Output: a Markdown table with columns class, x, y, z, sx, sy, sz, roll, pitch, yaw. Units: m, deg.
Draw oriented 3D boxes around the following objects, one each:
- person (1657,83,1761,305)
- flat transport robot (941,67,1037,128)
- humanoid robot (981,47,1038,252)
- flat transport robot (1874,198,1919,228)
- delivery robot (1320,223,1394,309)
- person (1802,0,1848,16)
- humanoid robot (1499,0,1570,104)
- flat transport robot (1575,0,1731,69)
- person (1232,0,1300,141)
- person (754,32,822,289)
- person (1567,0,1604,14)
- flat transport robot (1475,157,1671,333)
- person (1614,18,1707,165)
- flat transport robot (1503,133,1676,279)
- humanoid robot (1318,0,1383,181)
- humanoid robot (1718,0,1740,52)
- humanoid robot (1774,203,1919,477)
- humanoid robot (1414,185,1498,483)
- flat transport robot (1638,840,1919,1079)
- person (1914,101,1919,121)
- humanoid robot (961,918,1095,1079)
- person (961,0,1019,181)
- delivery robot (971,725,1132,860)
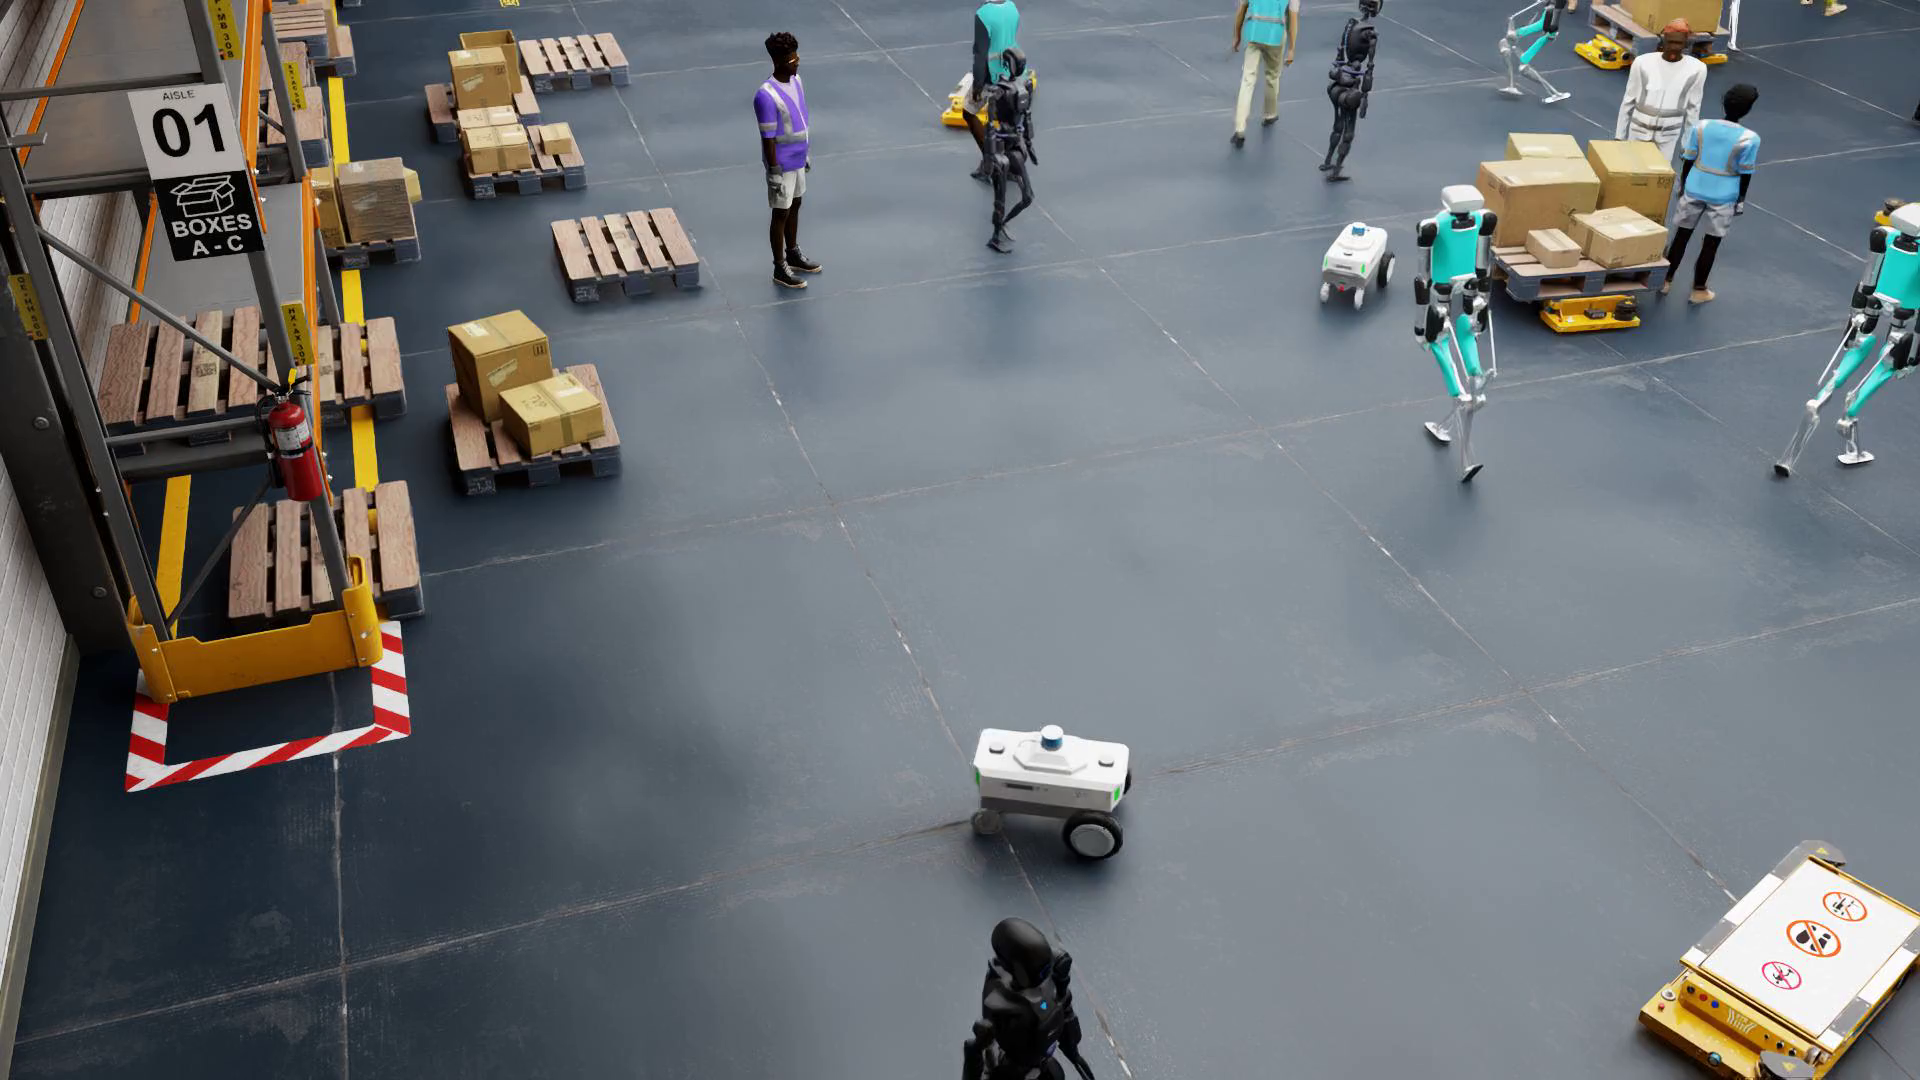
| class | x | y | z | sx | sy | sz | roll | pitch | yaw |
| --- | --- | --- | --- | --- | --- | --- | --- | --- | --- |
| person | 5.669 | -2.601 | 12.550 | 0.320 | 1.689 | 0.542 | -27 | 42 | -35 |
| flat transport robot | 0.307 | -4.461 | 16.700 | 0.659 | 0.231 | 1.431 | 8 | 34 | 12 |
| humanoid robot | 0.385 | -3.137 | 13.376 | 0.355 | 1.644 | 0.615 | 24 | 40 | 32 |
| flat transport robot | 8.343 | -2.487 | 13.673 | 0.659 | 0.231 | 1.431 | -11 | 35 | -16 |
| delivery robot | 3.075 | -2.180 | 12.947 | 0.499 | 0.601 | 0.775 | 15 | 36 | 21 |
| person | 10.184 | -7.018 | 19.247 | 0.577 | 1.762 | 0.946 | 1 | 33 | 2 |
| humanoid robot | 5.705 | -5.179 | 16.461 | 0.924 | 1.757 | 0.555 | 9 | 34 | 13 |
| flat transport robot | 7.486 | -5.313 | 18.007 | 1.431 | 0.231 | 0.659 | -5 | 33 | -7 |
| person | 2.867 | -4.700 | 15.678 | 0.611 | 1.784 | 0.999 | 12 | 35 | 18 |
| person | -1.327 | -2.928 | 12.798 | 0.365 | 1.965 | 0.607 | 11 | 35 | 16 |
| person | 7.375 | -6.919 | 19.192 | 0.461 | 1.667 | 0.390 | 16 | 36 | 23 |
| flat transport robot | 4.638 | -2.008 | 12.938 | 0.659 | 0.231 | 1.431 | -6 | 34 | -8 |
| person | 5.584 | -3.257 | 13.384 | 0.593 | 1.877 | 0.352 | 13 | 35 | 19 |
| flat transport robot | 4.877 | -2.274 | 13.347 | 0.659 | 0.231 | 1.431 | 3 | 33 | 5 |
| humanoid robot | 3.466 | -4.046 | 14.787 | 0.384 | 1.638 | 0.616 | -10 | 34 | -15 |
| humanoid robot | 8.337 | -6.097 | 17.748 | 0.533 | 1.672 | 0.735 | 5 | 33 | 7 |
| humanoid robot | 5.528 | -1.133 | 10.309 | 0.869 | 1.847 | 0.545 | -16 | 37 | -23 |
| humanoid robot | 3.211 | -1.242 | 10.447 | 0.562 | 1.808 | 0.926 | -9 | 34 | -14 |
| flat transport robot | 3.570 | 1.817 | 7.072 | 1.431 | 0.231 | 0.659 | -26 | 41 | -33 |
| person | 9.643 | -4.937 | 15.926 | 0.552 | 1.913 | 0.777 | 22 | 39 | 30 |
| humanoid robot | 0.254 | 1.893 | 5.699 | 0.761 | 1.628 | 0.606 | 24 | 40 | 32 |
| person | 0.277 | -4.101 | 14.635 | 0.552 | 1.916 | 0.613 | 25 | 40 | 33 |
| delivery robot | 0.436 | 1.137 | 7.851 | 0.795 | 0.592 | 0.499 | 6 | 34 | 9 |
